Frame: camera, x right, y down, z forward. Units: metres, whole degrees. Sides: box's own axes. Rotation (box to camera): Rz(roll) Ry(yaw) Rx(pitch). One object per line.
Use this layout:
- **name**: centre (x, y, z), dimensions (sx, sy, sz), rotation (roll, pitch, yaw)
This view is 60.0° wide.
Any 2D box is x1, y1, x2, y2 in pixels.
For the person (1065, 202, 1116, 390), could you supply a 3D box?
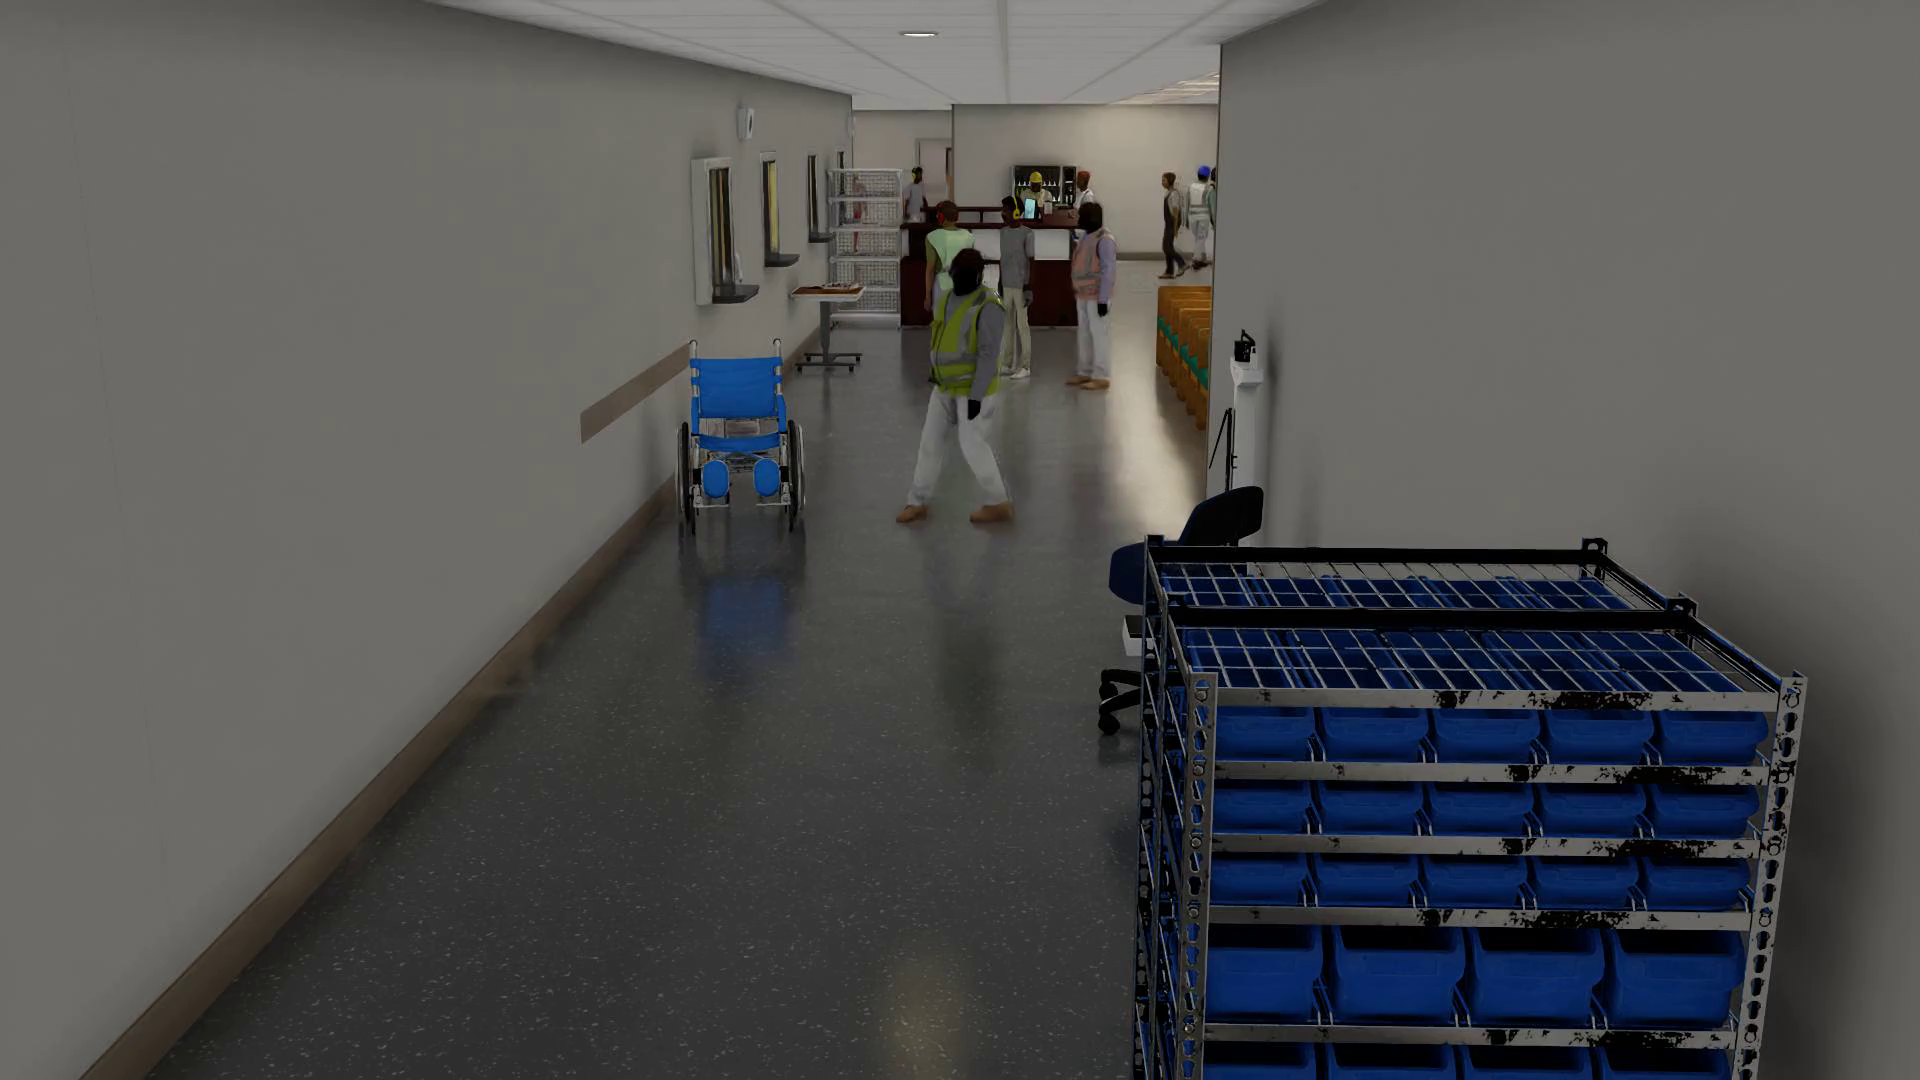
- **person**: centre (1.305, -2.400, 16.425), dimensions (0.431, 1.833, 0.644), rotation (-5, 15, -18)

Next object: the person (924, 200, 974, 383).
- **person**: centre (-0.094, -2.488, 16.759), dimensions (0.560, 1.837, 0.388), rotation (-10, 17, -35)

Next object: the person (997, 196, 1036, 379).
- **person**: centre (0.560, -2.586, 17.091), dimensions (0.333, 1.866, 0.515), rotation (-12, 18, -40)

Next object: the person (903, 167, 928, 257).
- **person**: centre (-0.761, -6.233, 31.993), dimensions (0.965, 1.819, 0.505), rotation (8, 16, 30)

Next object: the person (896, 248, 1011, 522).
- **person**: centre (0.007, -0.978, 10.731), dimensions (0.676, 1.798, 0.661), rotation (-9, 17, -33)

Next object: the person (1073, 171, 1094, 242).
- **person**: centre (1.970, -4.964, 26.697), dimensions (0.353, 1.883, 0.578), rotation (-3, 14, -13)

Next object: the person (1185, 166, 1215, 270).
- **person**: centre (4.430, -5.944, 30.685), dimensions (0.632, 1.891, 0.946), rotation (11, 18, 38)

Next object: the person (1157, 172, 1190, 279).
- **person**: centre (3.638, -5.389, 28.540), dimensions (0.443, 1.828, 0.512), rotation (0, 14, -1)

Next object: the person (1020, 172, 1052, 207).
- **person**: centre (1.299, -5.420, 28.683), dimensions (0.595, 1.825, 0.404), rotation (1, 14, 4)
